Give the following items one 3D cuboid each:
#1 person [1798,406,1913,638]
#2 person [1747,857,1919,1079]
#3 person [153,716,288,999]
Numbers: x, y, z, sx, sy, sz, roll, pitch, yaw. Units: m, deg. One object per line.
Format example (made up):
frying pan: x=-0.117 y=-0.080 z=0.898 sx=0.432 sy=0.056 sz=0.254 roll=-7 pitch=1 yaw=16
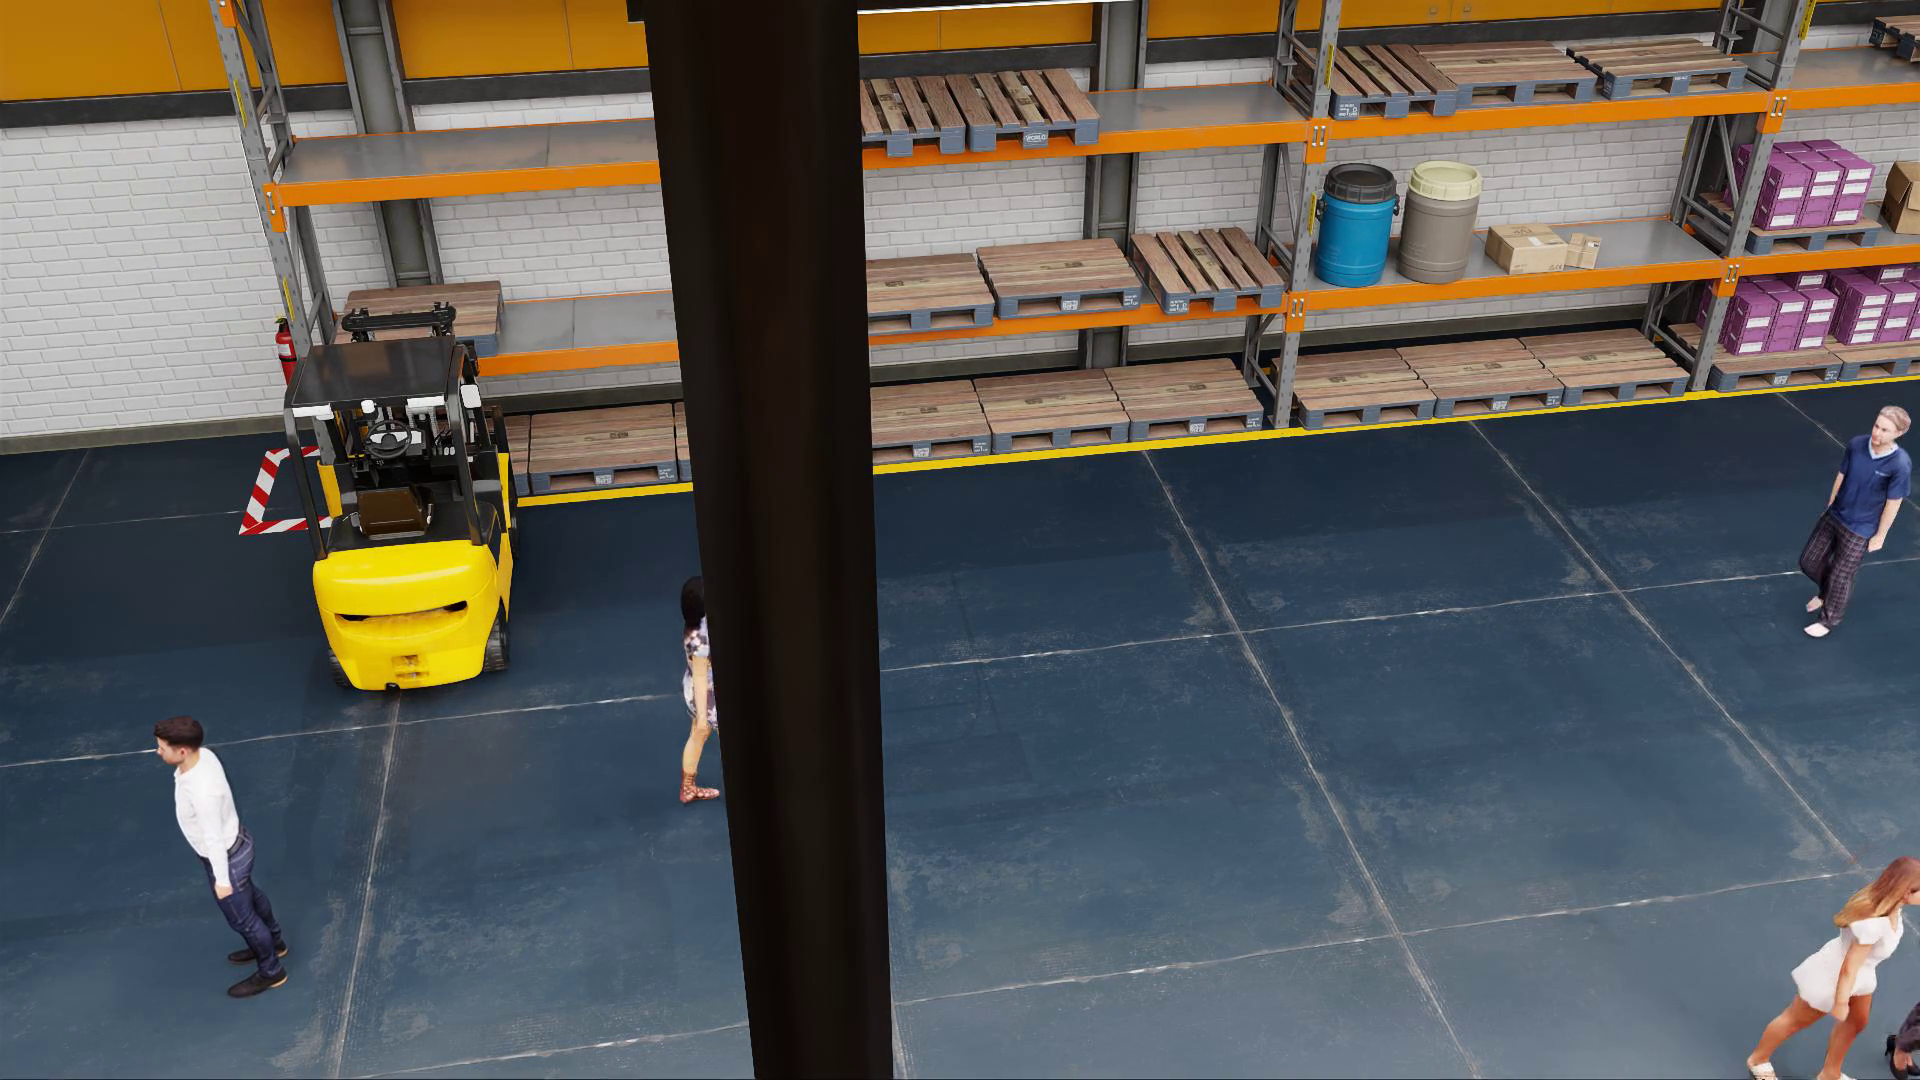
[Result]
person: x=6.381 y=-0.147 z=11.763 sx=0.783 sy=1.857 sz=0.764 roll=-15 pitch=36 yaw=-21
person: x=4.405 y=2.191 z=8.419 sx=0.843 sy=1.666 sz=0.865 roll=-24 pitch=40 yaw=-31
person: x=-3.964 y=1.691 z=8.994 sx=0.667 sy=1.861 sz=0.669 roll=-15 pitch=36 yaw=-21
